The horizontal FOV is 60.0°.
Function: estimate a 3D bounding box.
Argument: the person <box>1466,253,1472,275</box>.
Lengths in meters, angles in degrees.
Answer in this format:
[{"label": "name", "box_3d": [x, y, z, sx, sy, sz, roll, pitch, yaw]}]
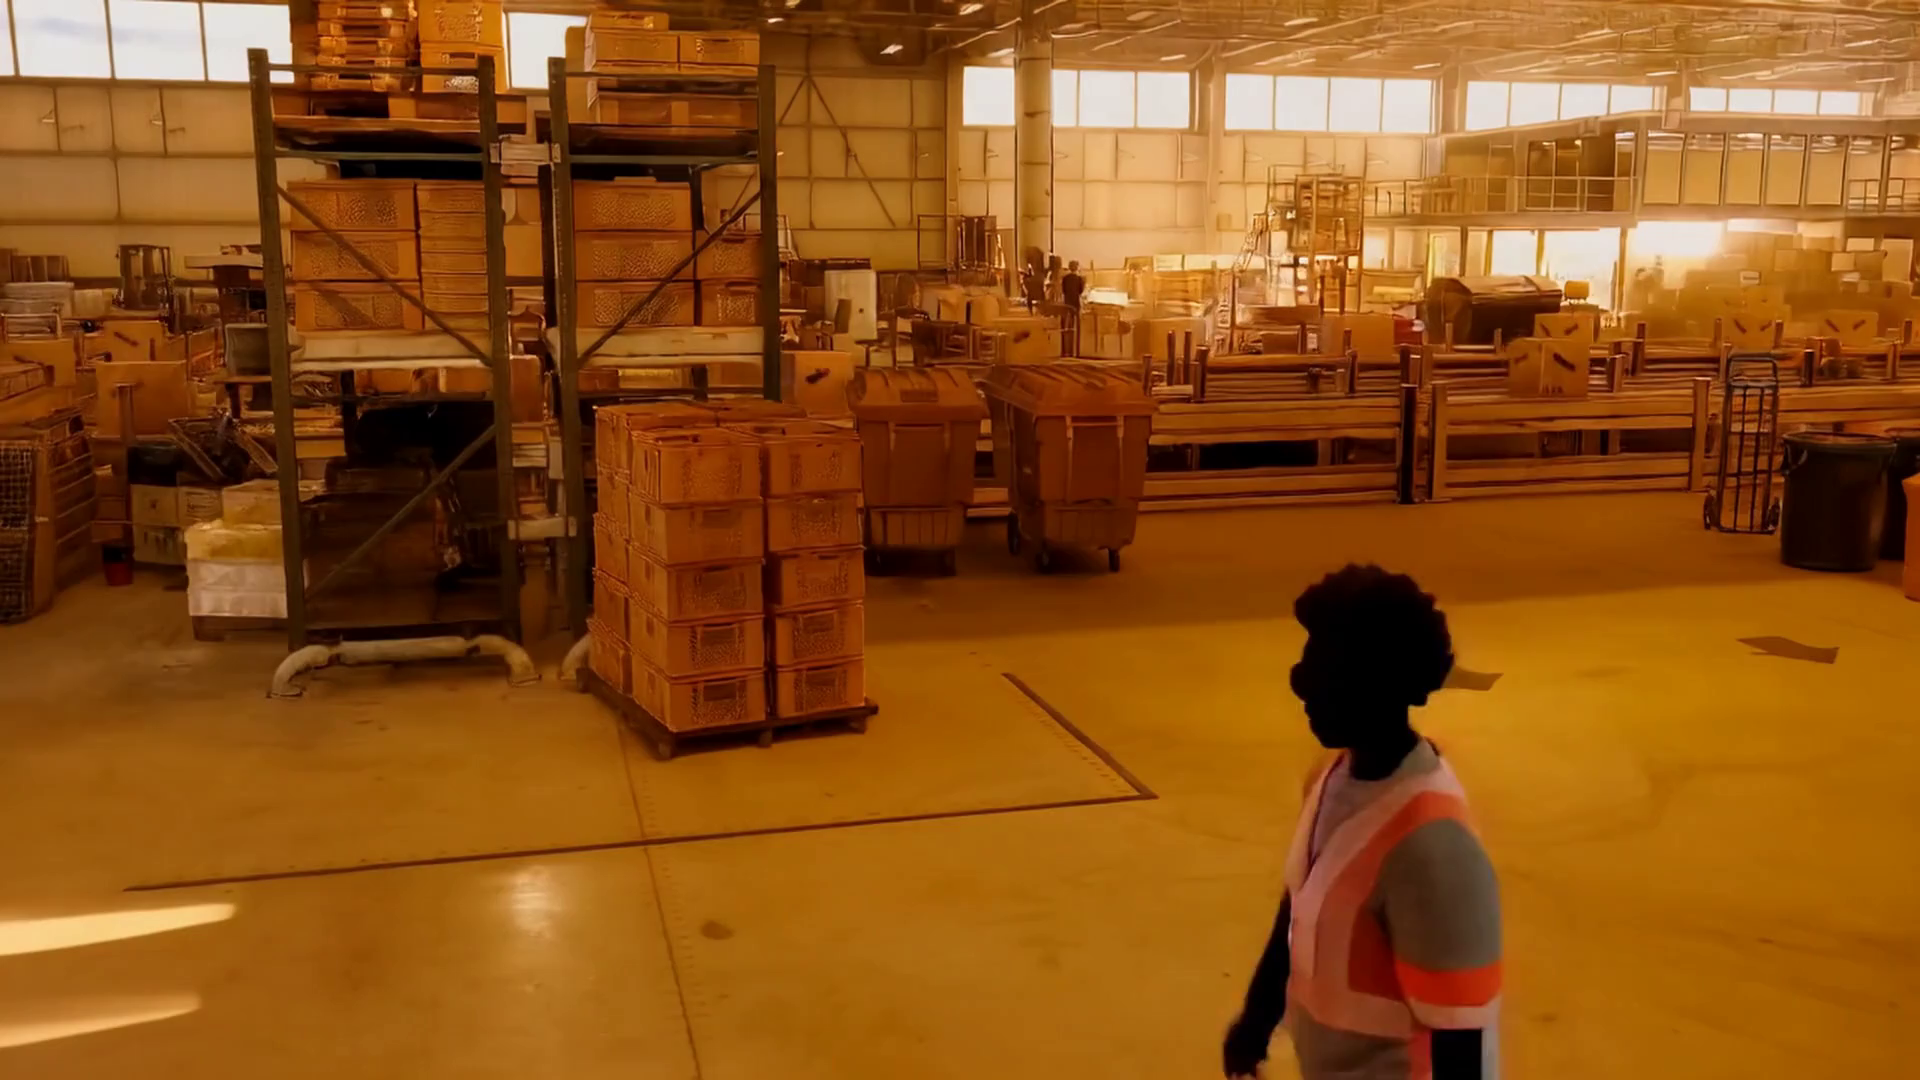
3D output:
[{"label": "person", "box_3d": [17.340, -8.915, 57.226, 0.575, 1.898, 0.792, 7, 12, 33]}]

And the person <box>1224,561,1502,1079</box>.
[{"label": "person", "box_3d": [0.554, 0.847, 2.579, 0.781, 1.662, 0.554, 1, 10, 5]}]

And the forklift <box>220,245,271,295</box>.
[{"label": "forklift", "box_3d": [-17.749, -6.334, 41.440, 1.157, 1.987, 2.680, -3, 10, -17]}]

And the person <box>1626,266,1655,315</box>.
[{"label": "person", "box_3d": [13.031, -4.370, 31.897, 0.519, 1.741, 0.527, 0, 10, 3]}]

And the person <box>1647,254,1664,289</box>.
[{"label": "person", "box_3d": [19.912, -7.257, 47.779, 0.542, 1.920, 0.782, -5, 11, -25]}]

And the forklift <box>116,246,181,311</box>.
[{"label": "forklift", "box_3d": [-19.966, -6.232, 40.894, 1.157, 1.987, 2.680, -3, 10, -15]}]

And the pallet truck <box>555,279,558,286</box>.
[{"label": "pallet truck", "box_3d": [-10.604, -6.375, 44.520, 0.653, 1.274, 1.630, -3, 10, -15]}]

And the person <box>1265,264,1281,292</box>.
[{"label": "person", "box_3d": [9.578, -7.777, 50.848, 0.620, 1.867, 0.416, 10, 14, 44]}]

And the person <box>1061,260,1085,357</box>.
[{"label": "person", "box_3d": [2.168, -4.441, 31.969, 0.309, 1.868, 0.535, -9, 14, -42]}]
